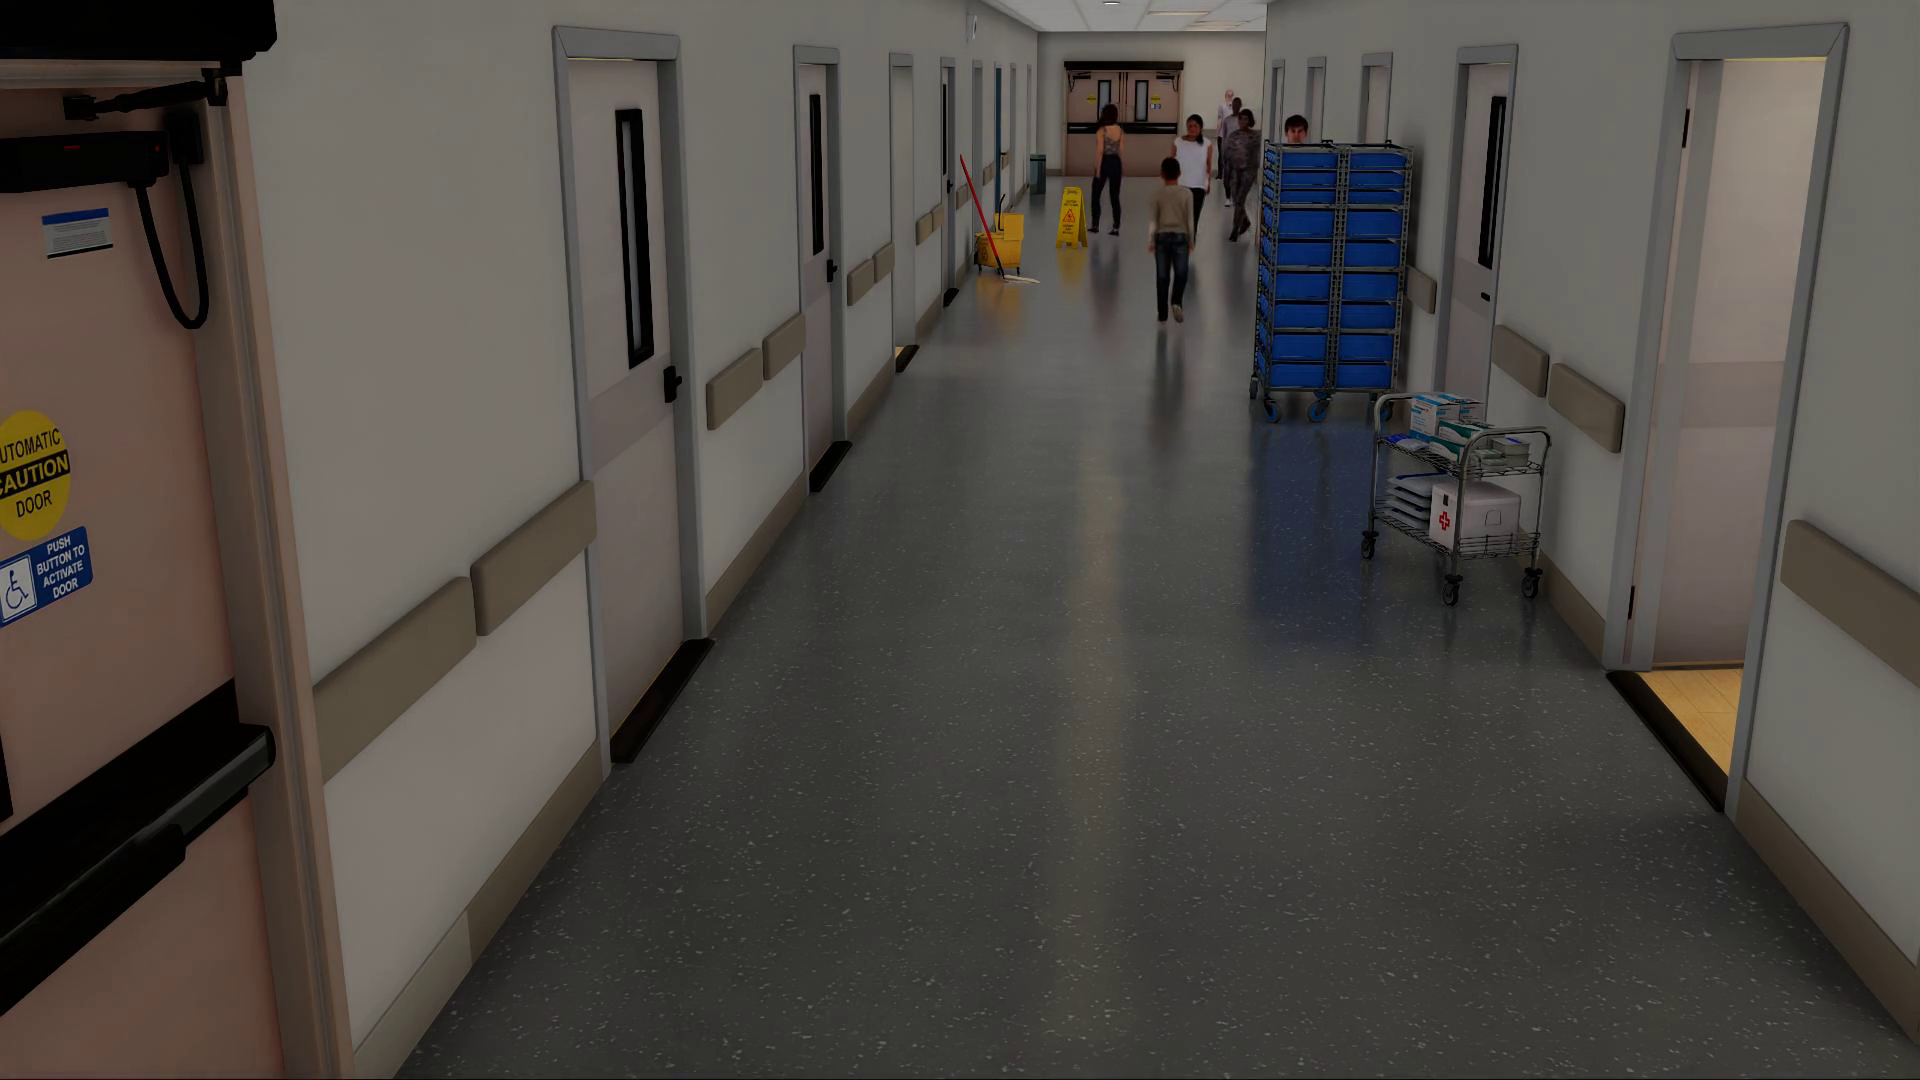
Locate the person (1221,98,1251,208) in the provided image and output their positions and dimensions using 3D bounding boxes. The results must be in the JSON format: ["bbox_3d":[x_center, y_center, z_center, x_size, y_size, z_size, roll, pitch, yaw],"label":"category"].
[{"bbox_3d":[4.530,-6.326,27.282,0.791,1.730,1.193,5,16,17],"label":"person"}]

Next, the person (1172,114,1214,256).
[{"bbox_3d":[2.821,-4.333,20.343,0.787,1.660,1.086,4,16,15],"label":"person"}]

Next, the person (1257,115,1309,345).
[{"bbox_3d":[2.694,-2.532,13.621,0.652,1.842,0.522,2,16,5],"label":"person"}]

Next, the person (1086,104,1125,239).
[{"bbox_3d":[2.057,-4.938,22.335,0.912,1.743,1.026,-9,18,-28],"label":"person"}]

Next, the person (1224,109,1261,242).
[{"bbox_3d":[3.724,-4.744,21.795,0.954,1.663,1.305,9,18,30],"label":"person"}]

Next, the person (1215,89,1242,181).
[{"bbox_3d":[5.537,-8.389,34.403,0.726,1.838,0.665,-2,16,-8],"label":"person"}]

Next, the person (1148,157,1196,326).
[{"bbox_3d":[1.851,-2.594,14.559,0.562,1.452,0.671,2,16,7],"label":"person"}]
